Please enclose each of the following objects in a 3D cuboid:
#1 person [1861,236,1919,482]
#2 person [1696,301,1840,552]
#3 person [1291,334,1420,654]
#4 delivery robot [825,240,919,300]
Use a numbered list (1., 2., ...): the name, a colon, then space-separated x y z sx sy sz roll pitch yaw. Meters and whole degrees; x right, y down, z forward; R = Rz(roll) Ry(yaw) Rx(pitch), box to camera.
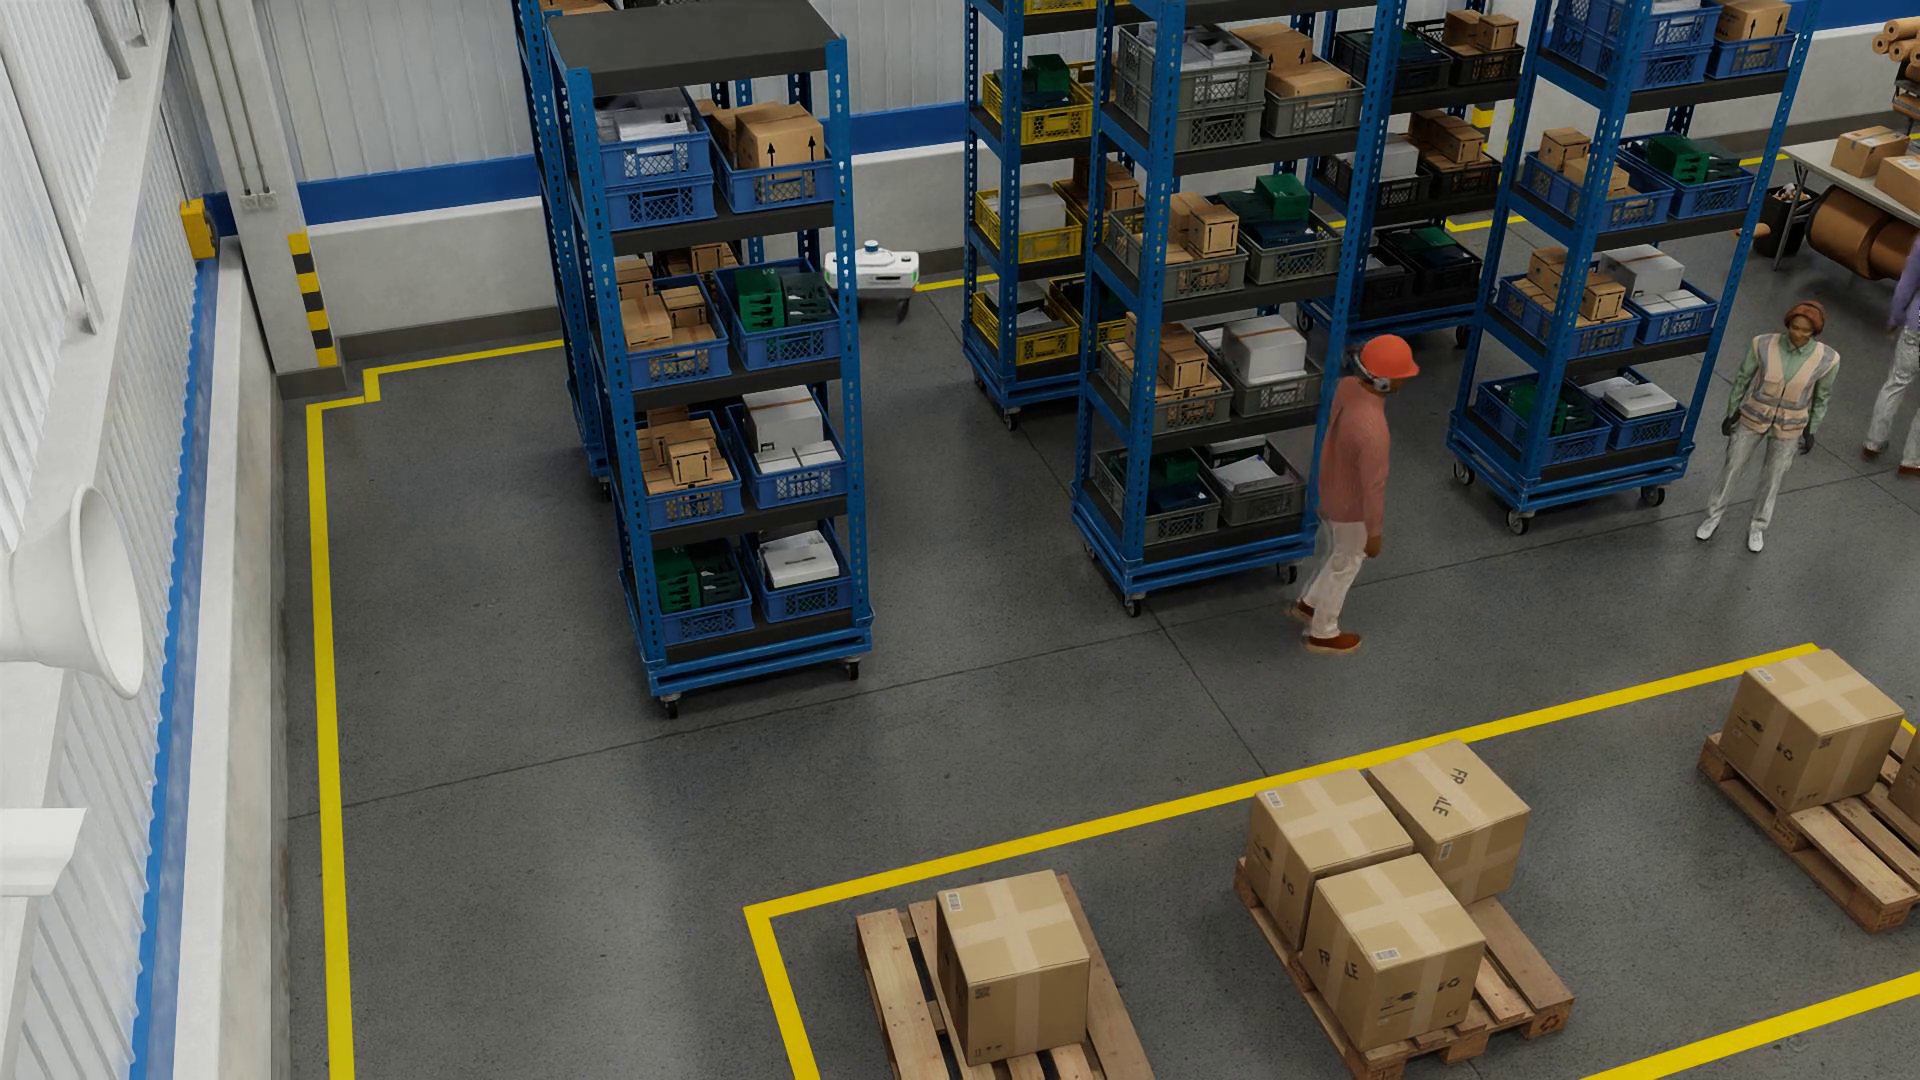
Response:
1. person: 6.138 -1.286 10.438 0.390 1.925 0.657 -23 41 -29
2. person: 4.778 -0.673 9.807 0.523 1.636 0.311 16 38 21
3. person: 2.120 -0.215 8.868 0.443 1.972 0.646 -2 35 -3
4. delivery robot: -0.662 -2.028 12.585 0.707 0.478 0.477 -1 35 -1
